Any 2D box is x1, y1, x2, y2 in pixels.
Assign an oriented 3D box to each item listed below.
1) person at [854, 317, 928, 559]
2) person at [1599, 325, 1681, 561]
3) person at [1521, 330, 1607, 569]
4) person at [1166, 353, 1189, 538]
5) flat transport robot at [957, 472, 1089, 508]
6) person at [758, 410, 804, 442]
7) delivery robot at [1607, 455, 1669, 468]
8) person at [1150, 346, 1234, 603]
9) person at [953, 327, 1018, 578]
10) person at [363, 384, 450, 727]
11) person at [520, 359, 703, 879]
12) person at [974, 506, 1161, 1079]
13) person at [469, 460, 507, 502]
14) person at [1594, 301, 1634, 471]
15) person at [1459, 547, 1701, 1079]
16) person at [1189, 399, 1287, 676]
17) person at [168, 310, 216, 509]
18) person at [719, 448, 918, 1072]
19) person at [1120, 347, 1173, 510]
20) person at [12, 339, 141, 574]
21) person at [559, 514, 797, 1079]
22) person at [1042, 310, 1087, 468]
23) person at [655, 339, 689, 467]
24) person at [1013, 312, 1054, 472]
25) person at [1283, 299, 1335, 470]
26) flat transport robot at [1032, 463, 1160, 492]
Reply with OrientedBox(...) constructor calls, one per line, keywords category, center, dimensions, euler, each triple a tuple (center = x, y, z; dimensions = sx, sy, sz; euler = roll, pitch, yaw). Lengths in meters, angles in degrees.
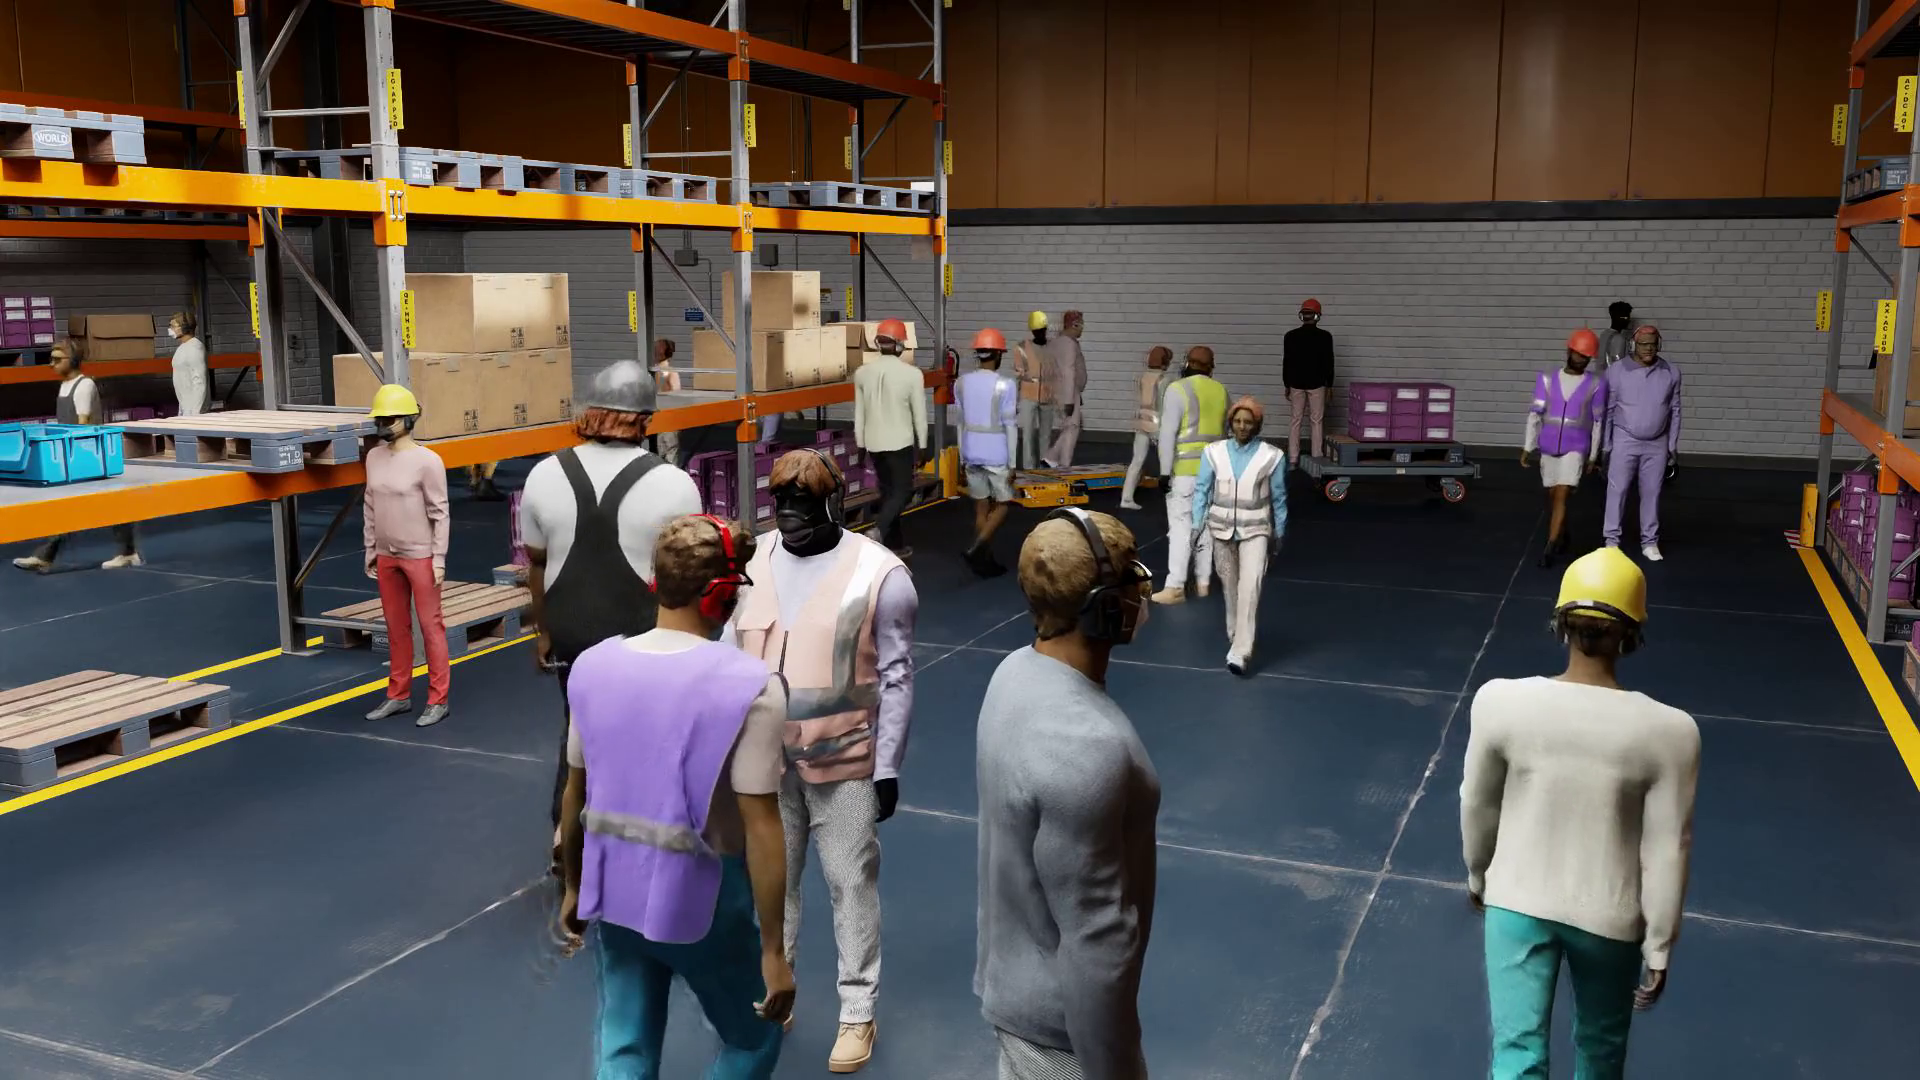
OrientedBox(category="person", center=(-0.565, -0.768, 13.118), dimensions=(0.631, 1.970, 0.837), euler=(4, 10, 25))
OrientedBox(category="person", center=(5.450, -0.770, 13.346), dimensions=(0.640, 1.900, 0.404), euler=(0, 9, 3))
OrientedBox(category="person", center=(4.851, -0.749, 13.301), dimensions=(0.569, 1.874, 1.014), euler=(6, 11, 32))
OrientedBox(category="person", center=(2.026, -0.820, 14.442), dimensions=(0.503, 1.632, 0.271), euler=(2, 10, 14))
OrientedBox(category="flat transport robot", center=(0.618, -0.525, 16.770), dimensions=(0.652, 0.197, 1.431), euler=(-6, 11, -31))
OrientedBox(category="person", center=(-1.973, -1.360, 17.483), dimensions=(0.534, 1.714, 0.951), euler=(7, 12, 37))
OrientedBox(category="delivery robot", center=(7.450, -0.962, 18.279), dimensions=(0.707, 0.478, 0.477), euler=(0, 9, 0))
OrientedBox(category="person", center=(1.595, -0.468, 11.837), dimensions=(0.790, 1.806, 0.432), euler=(-8, 12, -40))
OrientedBox(category="person", center=(0.181, -0.629, 12.451), dimensions=(0.545, 1.913, 0.569), euler=(6, 11, 32))
OrientedBox(category="person", center=(-2.862, 0.082, 8.572), dimensions=(0.523, 1.769, 0.323), euler=(4, 10, 25))
OrientedBox(category="person", center=(-1.273, 0.325, 6.275), dimensions=(0.700, 2.000, 0.615), euler=(1, 9, 7))
OrientedBox(category="person", center=(0.212, 0.896, 3.121), dimensions=(0.363, 1.939, 0.636), euler=(-2, 10, -10))
OrientedBox(category="person", center=(-4.721, -1.327, 16.628), dimensions=(0.496, 1.924, 0.569), euler=(-4, 10, -25))
OrientedBox(category="person", center=(7.540, -1.770, 19.241), dimensions=(0.362, 1.946, 0.613), euler=(0, 9, 1))
OrientedBox(category="person", center=(1.463, 0.868, 4.002), dimensions=(0.529, 1.708, 0.947), euler=(4, 10, 22))
OrientedBox(category="person", center=(1.610, -0.014, 9.666), dimensions=(0.510, 1.589, 0.885), euler=(4, 10, 24))
OrientedBox(category="person", center=(-7.465, -1.257, 16.162), dimensions=(0.359, 1.938, 0.635), euler=(-6, 11, -33))
OrientedBox(category="person", center=(-0.446, 0.647, 4.928), dimensions=(0.625, 1.844, 0.429), euler=(3, 10, 18))
OrientedBox(category="person", center=(1.944, -1.076, 16.143), dimensions=(0.874, 1.583, 0.526), euler=(-5, 11, -28))
OrientedBox(category="person", center=(-6.820, -0.627, 12.761), dimensions=(0.535, 1.800, 0.954), euler=(7, 12, 37))
OrientedBox(category="person", center=(-0.646, 0.845, 3.786), dimensions=(0.716, 1.812, 0.582), euler=(4, 10, 25))
OrientedBox(category="person", center=(1.196, -1.573, 18.244), dimensions=(0.454, 1.884, 0.658), euler=(-2, 9, -9))
OrientedBox(category="person", center=(-2.975, -1.223, 16.889), dimensions=(0.380, 1.636, 0.532), euler=(-8, 12, -40))
OrientedBox(category="person", center=(0.892, -1.584, 18.436), dimensions=(0.626, 1.890, 0.765), euler=(-1, 9, -5))
OrientedBox(category="person", center=(4.032, -1.787, 19.227), dimensions=(0.608, 1.990, 0.385), euler=(5, 11, 30))
OrientedBox(category="flat transport robot", center=(1.351, -0.651, 17.537), dimensions=(1.431, 0.197, 0.652), euler=(-6, 11, -31))
